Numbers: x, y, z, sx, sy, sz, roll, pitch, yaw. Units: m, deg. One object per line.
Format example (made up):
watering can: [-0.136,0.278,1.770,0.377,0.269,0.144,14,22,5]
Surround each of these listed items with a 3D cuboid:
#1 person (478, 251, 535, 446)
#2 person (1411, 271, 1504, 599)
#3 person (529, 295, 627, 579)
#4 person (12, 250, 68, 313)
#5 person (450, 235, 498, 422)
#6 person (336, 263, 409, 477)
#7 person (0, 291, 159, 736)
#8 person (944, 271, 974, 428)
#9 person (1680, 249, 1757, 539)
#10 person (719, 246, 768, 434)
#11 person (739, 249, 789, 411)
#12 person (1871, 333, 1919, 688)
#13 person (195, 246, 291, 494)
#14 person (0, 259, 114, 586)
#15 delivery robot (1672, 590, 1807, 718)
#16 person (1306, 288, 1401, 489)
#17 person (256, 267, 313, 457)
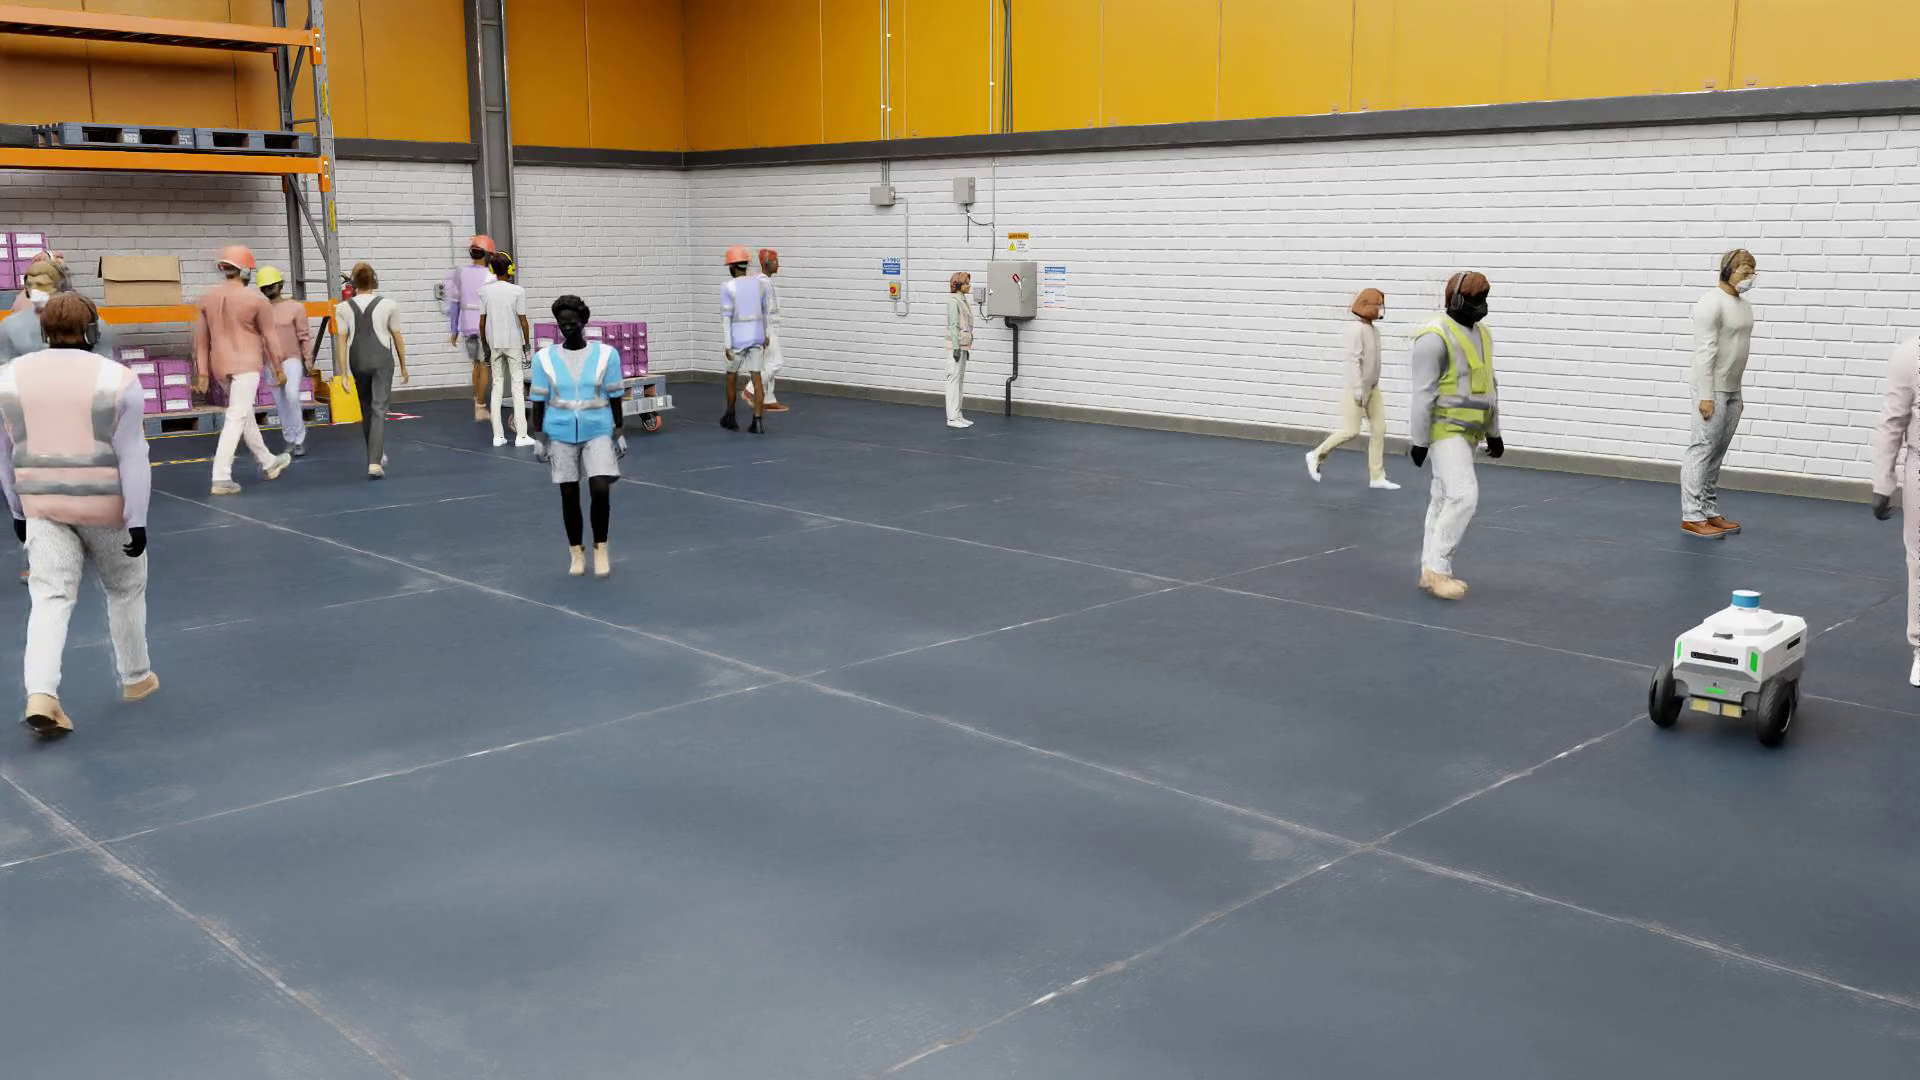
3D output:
person: [-4.359,-1.833,15.994,0.514,1.876,0.328,1,10,8]
person: [2.808,-0.582,9.308,0.534,1.824,0.644,9,14,40]
person: [-2.242,-0.590,9.748,0.552,1.672,0.541,-2,10,-8]
person: [-6.816,-1.226,12.596,0.653,1.906,0.405,6,12,30]
person: [-5.196,-2.306,18.185,0.630,2.014,0.695,2,11,12]
person: [-4.983,-1.439,14.090,0.514,1.800,0.985,-1,10,-5]
person: [-3.662,-0.122,6.883,0.620,1.806,0.943,-2,11,-10]
person: [-0.011,-2.012,17.604,0.312,1.642,0.512,2,11,11]
person: [5.128,-0.986,11.222,0.628,1.933,0.378,-10,14,-43]
person: [-2.259,-2.064,17.174,0.566,1.894,0.904,-6,12,-28]
person: [-2.239,-2.392,19.069,0.461,1.871,0.577,-2,11,-11]
person: [4.364,-0.247,7.294,0.675,1.884,0.588,6,12,30]
person: [-5.711,-1.369,13.287,0.602,1.926,1.084,3,11,17]
person: [-5.348,-0.718,9.905,0.646,1.890,1.076,1,10,3]
delivery robot: [3.232,0.452,6.879,0.477,0.478,0.707,9,14,41]
person: [3.184,-1.216,13.346,0.704,1.608,0.502,9,14,40]
person: [-6.226,-1.617,15.212,0.534,1.726,0.753,-1,10,-8]
